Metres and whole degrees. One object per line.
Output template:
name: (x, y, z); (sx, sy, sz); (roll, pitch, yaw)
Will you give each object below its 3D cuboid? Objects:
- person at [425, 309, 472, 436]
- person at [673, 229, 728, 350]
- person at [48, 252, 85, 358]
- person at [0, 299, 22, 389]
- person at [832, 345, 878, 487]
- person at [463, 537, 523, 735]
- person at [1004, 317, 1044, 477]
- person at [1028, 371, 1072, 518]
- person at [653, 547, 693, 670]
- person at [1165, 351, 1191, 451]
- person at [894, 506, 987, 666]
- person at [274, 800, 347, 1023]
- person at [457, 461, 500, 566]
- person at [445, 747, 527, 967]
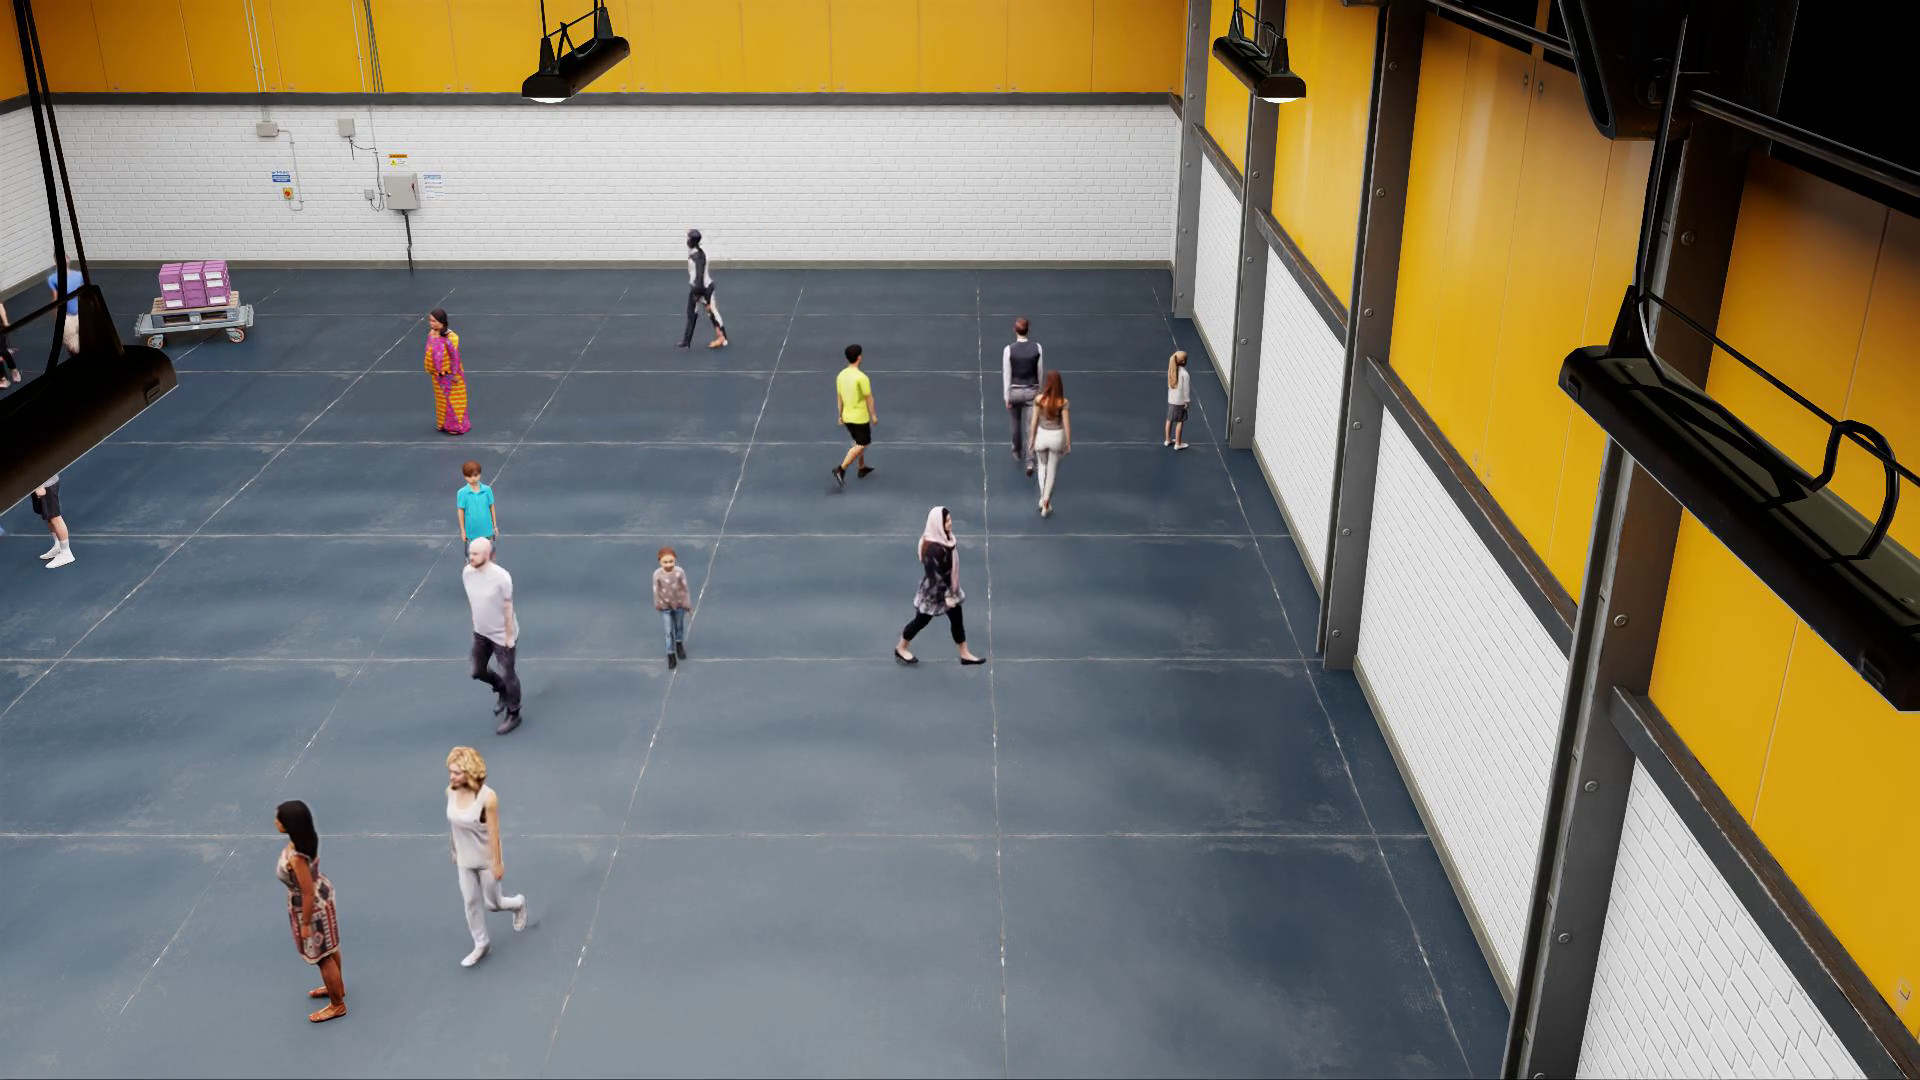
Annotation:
person: (-6.672, -2.209, 21.562); (0.776, 1.679, 0.824); (16, 28, 33)
person: (-3.799, -3.743, 24.866); (1.111, 1.844, 1.160); (-9, 25, -20)
person: (-12.580, -3.202, 23.621); (0.811, 1.851, 0.872); (-17, 29, -34)
person: (-13.545, -2.982, 23.249); (0.706, 1.744, 0.726); (-6, 24, -14)
person: (-1.291, -1.461, 19.846); (1.011, 1.684, 1.106); (19, 30, 37)
person: (-3.996, 0.781, 14.546); (0.816, 1.821, 0.861); (11, 26, 23)
person: (0.793, -1.731, 20.176); (0.634, 1.914, 1.221); (0, 24, 0)
person: (1.000, -1.068, 18.914); (0.707, 1.711, 0.732); (7, 24, 15)
person: (-2.725, 0.590, 15.789); (0.576, 1.174, 0.755); (-6, 24, -13)
person: (2.764, -1.788, 21.104); (0.662, 1.275, 0.593); (-17, 29, -34)
person: (-0.297, 0.469, 15.545); (0.892, 1.592, 1.123); (6, 24, 13)
person: (-4.284, 2.428, 10.999); (0.764, 1.645, 0.565); (-6, 24, -13)
person: (-4.956, -0.133, 17.102); (0.594, 1.448, 0.609); (-11, 26, -23)
person: (-3.301, 2.158, 11.599); (0.794, 1.658, 0.926); (10, 25, 21)
